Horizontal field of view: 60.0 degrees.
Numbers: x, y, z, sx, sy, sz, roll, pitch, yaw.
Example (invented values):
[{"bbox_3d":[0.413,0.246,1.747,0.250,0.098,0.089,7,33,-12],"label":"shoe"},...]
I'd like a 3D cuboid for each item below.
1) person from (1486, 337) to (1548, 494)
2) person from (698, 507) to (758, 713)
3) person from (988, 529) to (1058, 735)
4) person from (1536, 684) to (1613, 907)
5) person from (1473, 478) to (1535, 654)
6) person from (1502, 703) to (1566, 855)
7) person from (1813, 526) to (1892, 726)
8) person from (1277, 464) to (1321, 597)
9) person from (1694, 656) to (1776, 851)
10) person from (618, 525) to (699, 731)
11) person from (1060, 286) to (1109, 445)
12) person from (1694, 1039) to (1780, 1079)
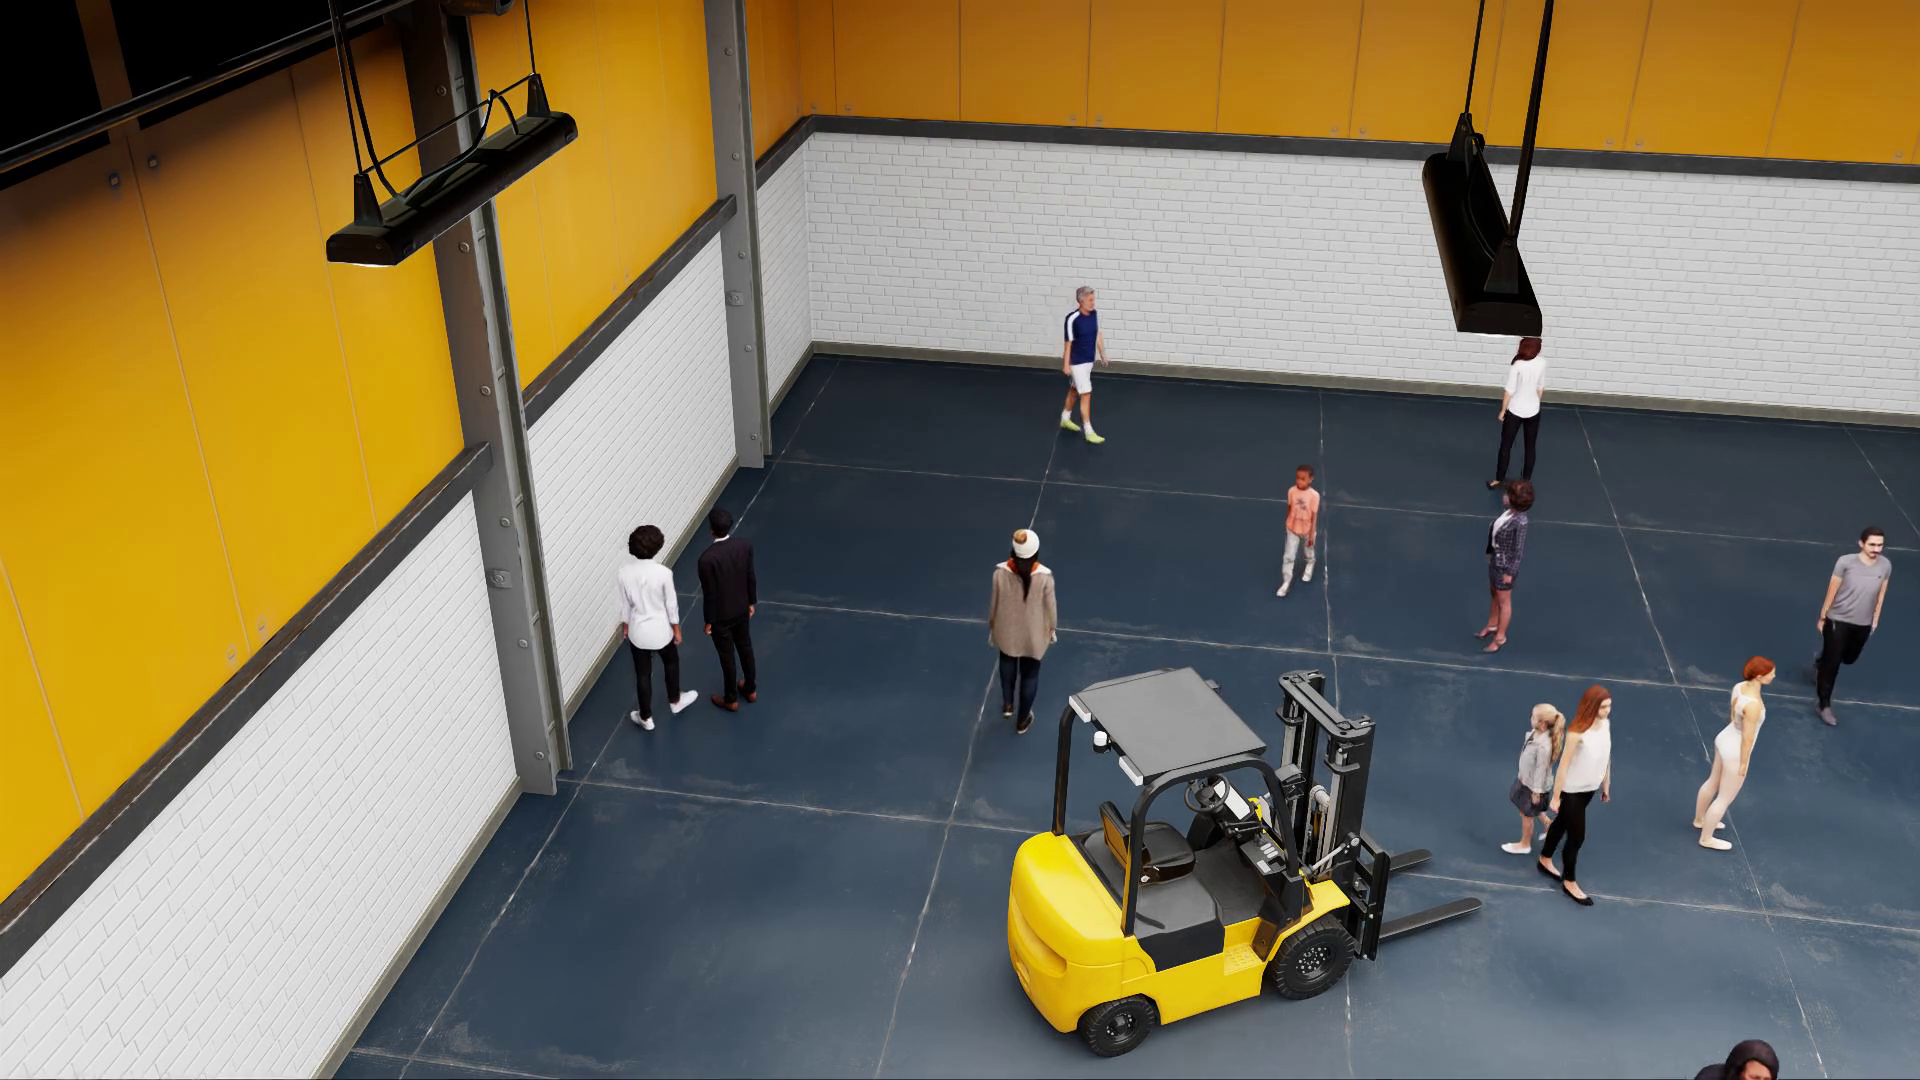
[{"bbox_3d":[5.928,-1.330,17.521,0.680,1.795,0.648,-5,29,-9],"label":"person"},{"bbox_3d":[-1.932,0.579,13.929,0.726,1.883,0.827,-24,37,-37],"label":"person"},{"bbox_3d":[0.472,0.765,13.595,0.730,1.876,0.685,8,30,14],"label":"person"},{"bbox_3d":[4.368,1.742,11.978,0.853,1.709,0.911,-19,34,-31],"label":"person"},{"bbox_3d":[4.845,0.218,14.781,0.709,1.700,0.523,1,29,1],"label":"person"},{"bbox_3d":[4.335,1.776,12.380,0.613,1.264,0.583,4,29,8],"label":"person"},{"bbox_3d":[7.433,0.638,13.976,0.706,1.734,1.050,1,29,2],"label":"person"},{"bbox_3d":[3.286,-0.140,15.854,0.675,1.301,0.935,15,32,26],"label":"person"},{"bbox_3d":[5.751,1.560,12.383,0.607,1.642,0.422,3,29,6],"label":"person"},{"bbox_3d":[-2.573,0.740,13.724,0.755,1.796,0.770,-2,29,-4],"label":"person"},{"bbox_3d":[1.300,-2.033,18.801,0.993,1.803,1.033,20,35,33],"label":"person"},{"bbox_3d":[4.173,3.303,9.244,0.734,1.587,0.905,2,29,3],"label":"person"}]
